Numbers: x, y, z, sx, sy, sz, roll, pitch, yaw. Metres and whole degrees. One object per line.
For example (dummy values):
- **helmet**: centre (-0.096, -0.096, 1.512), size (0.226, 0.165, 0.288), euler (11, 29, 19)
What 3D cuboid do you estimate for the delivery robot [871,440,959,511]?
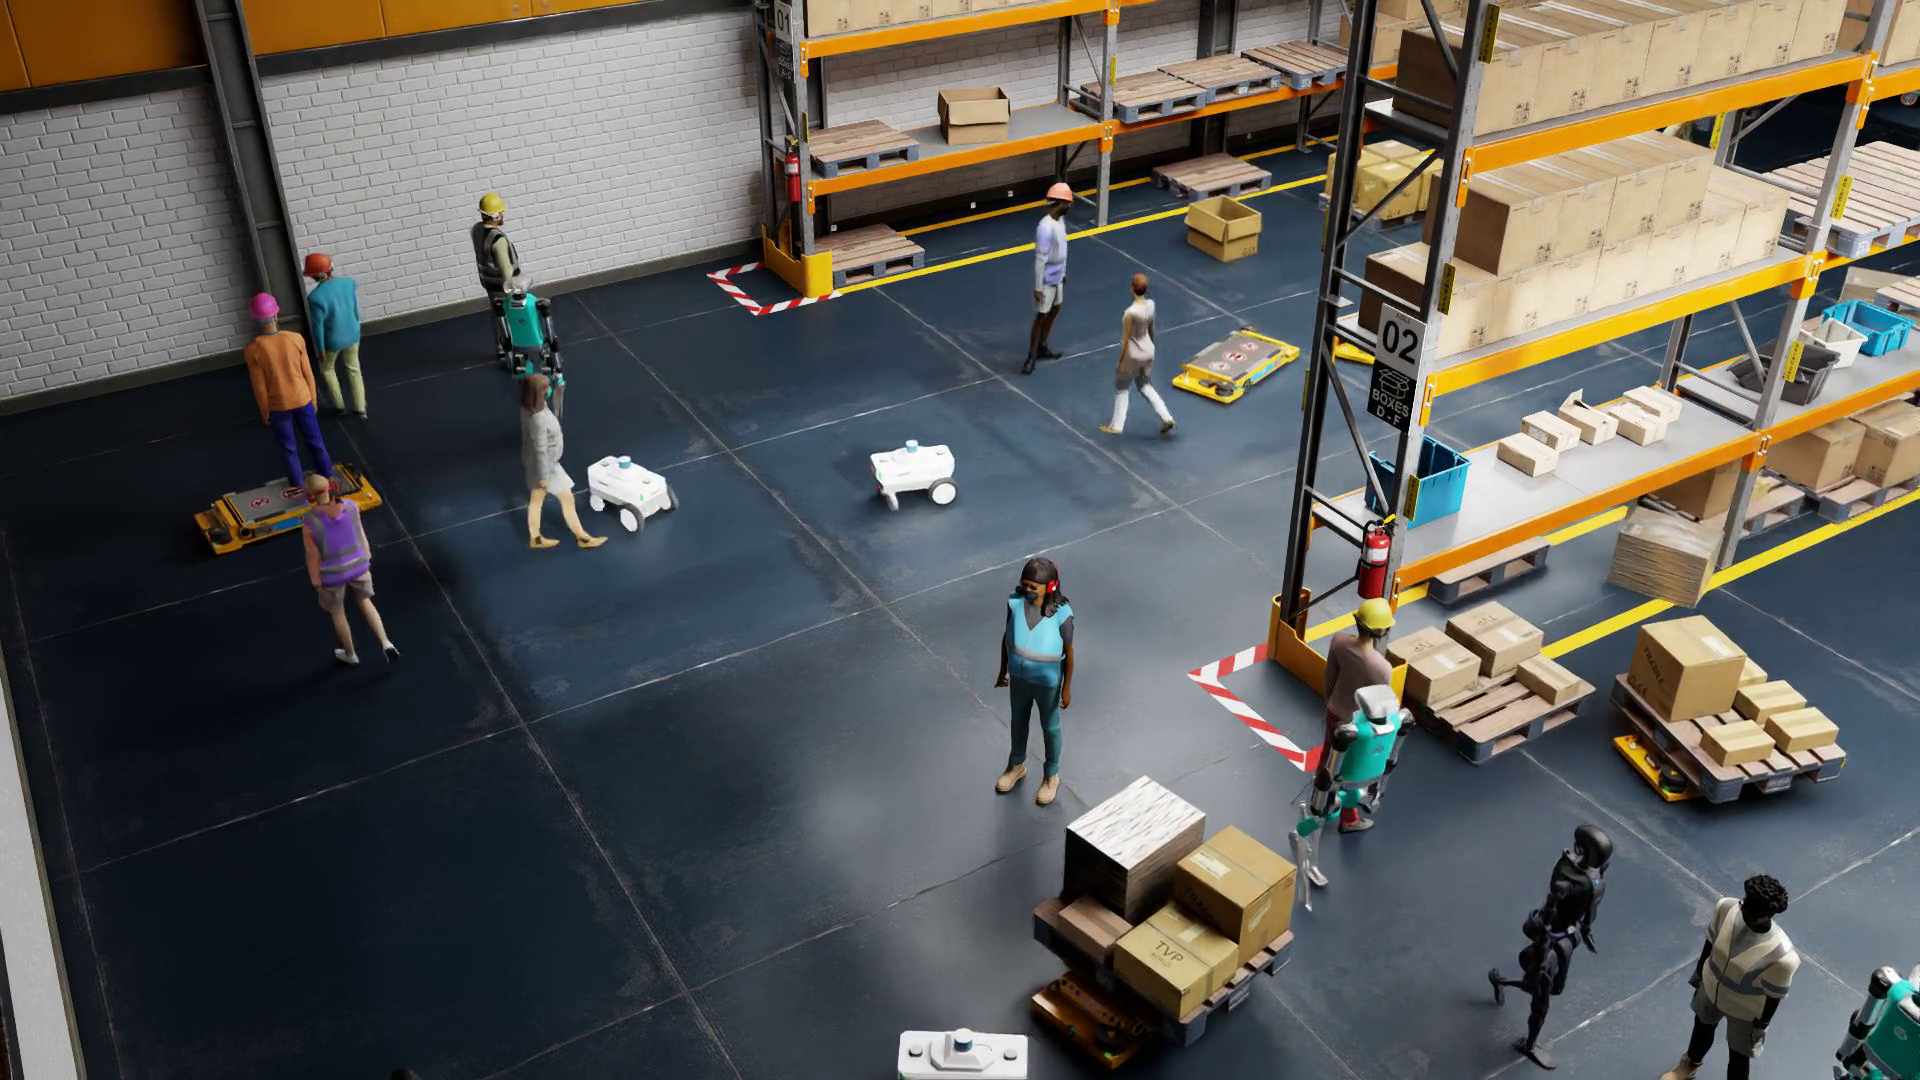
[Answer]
- **delivery robot**: centre (-0.384, -0.591, 14.775), size (0.785, 0.614, 0.526), euler (-8, 33, -13)

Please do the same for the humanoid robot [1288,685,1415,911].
- **humanoid robot**: centre (2.315, 1.514, 10.325), size (0.544, 1.794, 0.797), euler (-12, 34, -19)

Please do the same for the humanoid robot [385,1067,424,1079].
- **humanoid robot**: centre (-2.504, 3.062, 7.903), size (0.735, 1.627, 0.586), euler (18, 36, 26)

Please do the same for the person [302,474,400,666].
- **person**: centre (-4.561, 0.260, 12.339), size (0.567, 1.671, 0.500), euler (27, 41, 36)

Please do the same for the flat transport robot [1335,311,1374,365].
- **flat transport robot**: centre (4.485, -2.222, 17.627), size (0.659, 0.231, 1.431), euler (17, 36, 25)

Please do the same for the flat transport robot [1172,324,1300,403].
- **flat transport robot**: centre (2.827, -1.803, 16.960), size (0.659, 0.231, 1.431), euler (23, 39, 32)

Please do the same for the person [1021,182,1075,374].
- **person**: centre (0.871, -2.611, 16.735), size (0.345, 1.888, 0.788), euler (14, 35, 21)

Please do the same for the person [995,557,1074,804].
- **person**: centre (0.506, 0.921, 11.111), size (0.538, 1.865, 0.381), euler (15, 35, 22)

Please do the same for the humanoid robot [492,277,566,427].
- **humanoid robot**: centre (-3.885, -1.657, 15.346), size (0.551, 1.787, 0.789), euler (2, 32, 3)

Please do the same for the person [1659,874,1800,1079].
- **person**: centre (4.126, 2.432, 8.869), size (0.322, 1.690, 0.531), euler (-14, 35, -20)

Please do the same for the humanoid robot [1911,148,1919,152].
- **humanoid robot**: centre (13.098, -5.704, 21.832), size (0.978, 1.766, 0.542), euler (16, 35, 24)

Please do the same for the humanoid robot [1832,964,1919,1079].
- **humanoid robot**: centre (4.785, 2.717, 8.378), size (0.714, 1.775, 0.584), euler (-15, 35, -23)

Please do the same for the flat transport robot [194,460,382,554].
- **flat transport robot**: centre (-5.881, -0.300, 14.562), size (1.431, 0.231, 0.659), euler (-21, 38, -29)

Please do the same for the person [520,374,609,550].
- **person**: centre (-3.341, -0.643, 13.815), size (0.709, 1.634, 0.520), euler (-12, 34, -18)

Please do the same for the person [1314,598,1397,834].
- **person**: centre (2.590, 1.131, 10.872), size (0.324, 1.765, 0.529), euler (-19, 37, -28)

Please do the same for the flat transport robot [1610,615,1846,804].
- **flat transport robot**: centre (5.433, 1.464, 11.749), size (1.431, 0.231, 0.659), euler (-8, 33, -13)

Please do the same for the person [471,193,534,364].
- **person**: centre (-4.637, -2.611, 16.790), size (0.403, 1.824, 0.591), euler (-23, 39, -32)

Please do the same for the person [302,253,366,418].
- **person**: centre (-5.974, -1.977, 15.870), size (0.546, 1.728, 0.623), euler (24, 39, 32)

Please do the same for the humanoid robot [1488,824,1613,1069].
- **humanoid robot**: centre (3.252, 2.186, 9.274), size (0.590, 1.639, 0.571), euler (-25, 40, -34)

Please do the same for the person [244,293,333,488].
- **person**: centre (-5.811, -1.190, 14.372), size (0.505, 1.983, 0.390), euler (-19, 37, -27)

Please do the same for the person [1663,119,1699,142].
- **person**: centre (9.084, -5.373, 21.209), size (0.861, 1.794, 0.635), euler (17, 36, 25)

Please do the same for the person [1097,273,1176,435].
- **person**: centre (1.691, -1.694, 15.505), size (0.647, 1.640, 0.482), euler (24, 39, 33)

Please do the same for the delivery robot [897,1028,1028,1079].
- **delivery robot**: centre (0.010, 2.916, 9.136), size (0.744, 0.564, 0.499), euler (1, 32, 2)

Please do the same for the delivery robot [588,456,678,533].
- **delivery robot**: centre (-2.877, -0.432, 14.521), size (0.796, 0.613, 0.499), euler (21, 38, 30)

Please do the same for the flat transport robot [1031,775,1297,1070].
- **flat transport robot**: centre (1.162, 2.560, 10.002), size (1.431, 0.231, 0.659), euler (-26, 41, -35)
